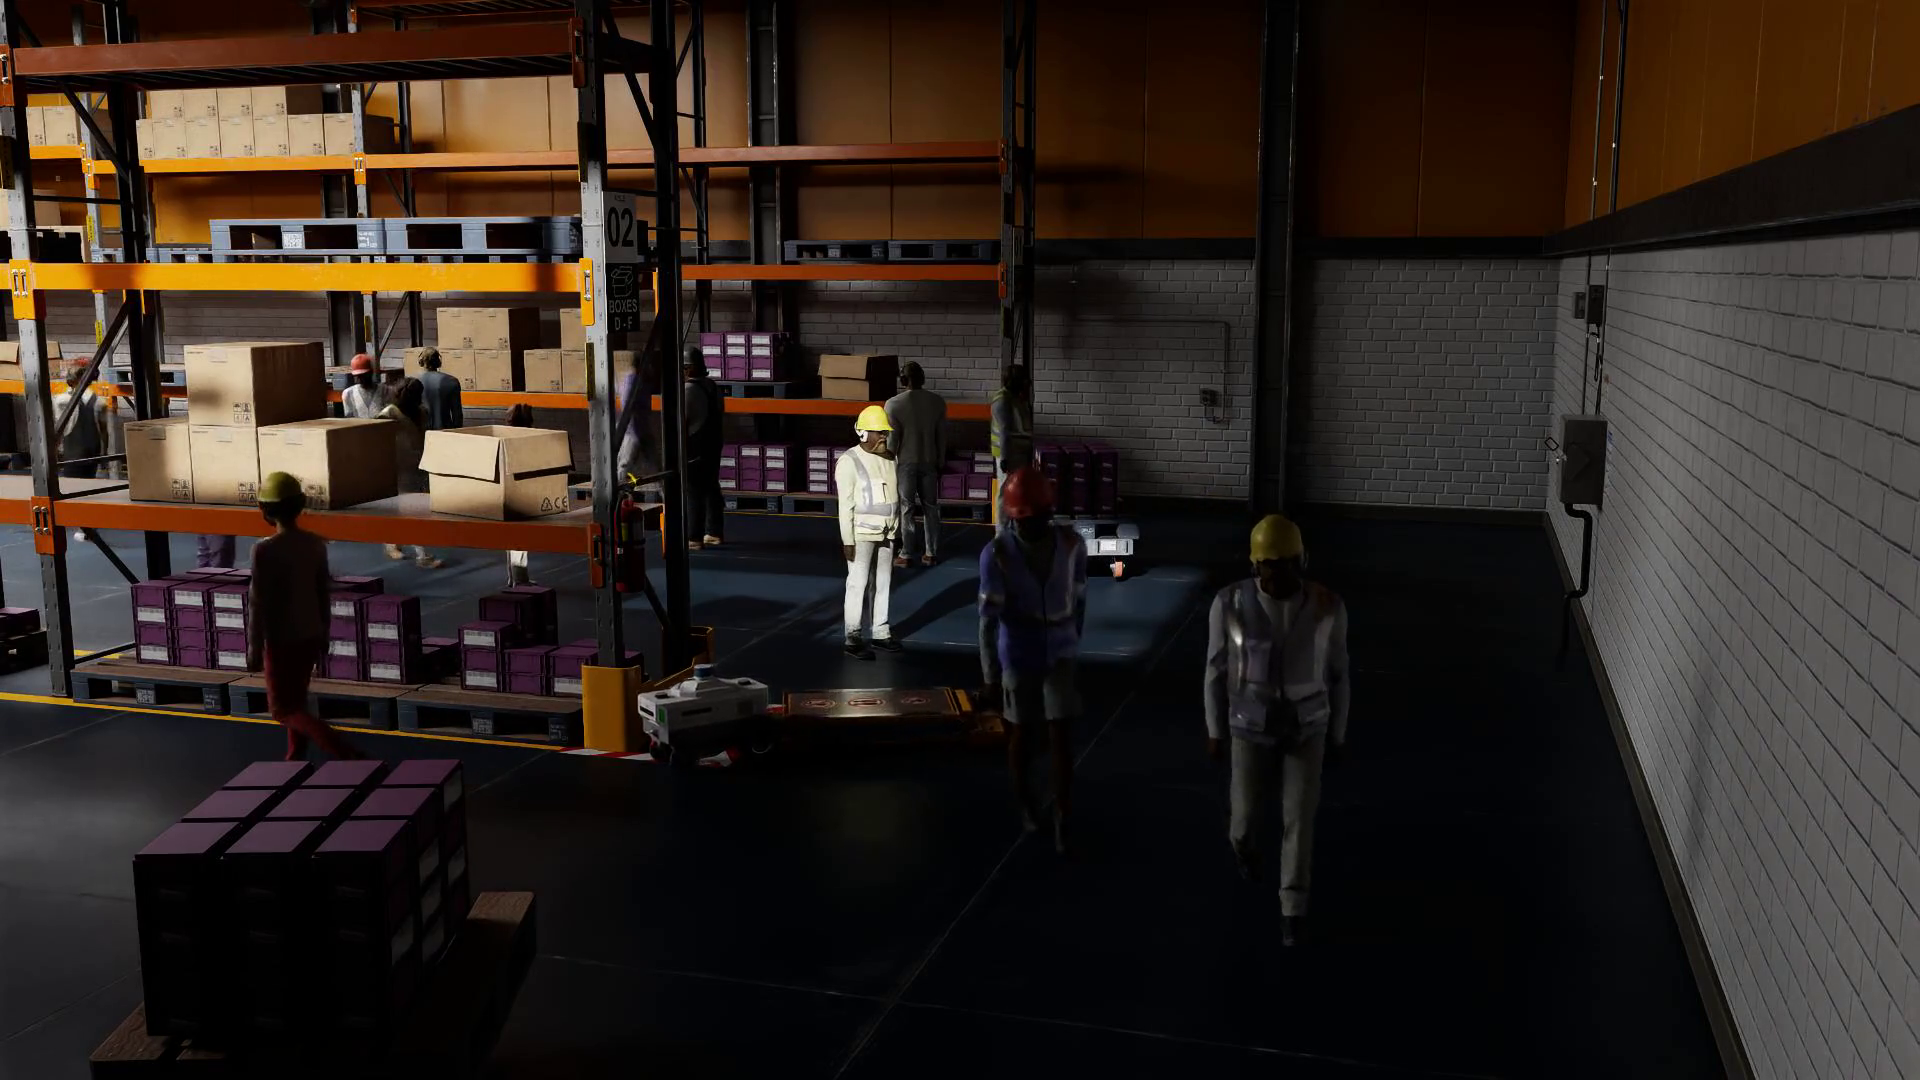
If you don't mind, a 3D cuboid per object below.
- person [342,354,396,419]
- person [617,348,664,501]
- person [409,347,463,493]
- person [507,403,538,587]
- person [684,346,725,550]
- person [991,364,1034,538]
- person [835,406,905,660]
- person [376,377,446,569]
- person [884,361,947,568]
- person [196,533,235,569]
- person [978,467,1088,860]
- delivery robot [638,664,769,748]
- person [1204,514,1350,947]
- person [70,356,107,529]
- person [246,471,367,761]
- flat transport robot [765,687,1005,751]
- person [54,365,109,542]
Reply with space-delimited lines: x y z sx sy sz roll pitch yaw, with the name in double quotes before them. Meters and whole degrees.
"person" -6.223 -1.021 17.620 0.562 1.904 0.510 -1 9 -9
"person" -3.487 -1.187 18.638 0.955 1.896 0.655 2 10 14
"person" -5.787 -1.151 18.301 0.631 1.939 0.370 -4 10 -21
"person" -3.817 -0.371 14.459 0.311 1.639 0.521 -4 10 -21
"person" -2.654 -0.934 16.669 0.541 2.000 0.689 5 11 28
"person" 0.533 -0.858 16.812 0.429 1.841 0.633 3 10 19
"person" -0.627 -0.056 11.979 0.404 1.826 0.589 8 12 40
"person" -5.229 -0.649 15.744 0.950 1.792 0.610 5 10 26
"person" -0.426 -0.700 15.570 0.628 1.935 0.373 -4 10 -25
"person" -5.780 -0.246 12.923 0.397 1.900 0.651 -7 12 -37
"person" 0.356 0.577 7.950 0.550 1.876 0.869 -1 9 -8
"delivery robot" -1.454 0.948 9.430 0.707 0.478 0.477 -6 11 -34
"person" 1.341 0.760 7.079 0.609 1.806 0.659 1 9 6
"person" -9.364 -1.033 17.789 0.546 1.873 0.602 -6 11 -32
"person" -3.446 0.511 8.740 0.686 1.748 0.523 3 10 16
"flat transport robot" -0.482 1.057 9.917 1.431 0.197 0.652 -1 9 -6
"person" -8.921 -0.864 16.945 0.619 1.810 0.584 8 12 40
